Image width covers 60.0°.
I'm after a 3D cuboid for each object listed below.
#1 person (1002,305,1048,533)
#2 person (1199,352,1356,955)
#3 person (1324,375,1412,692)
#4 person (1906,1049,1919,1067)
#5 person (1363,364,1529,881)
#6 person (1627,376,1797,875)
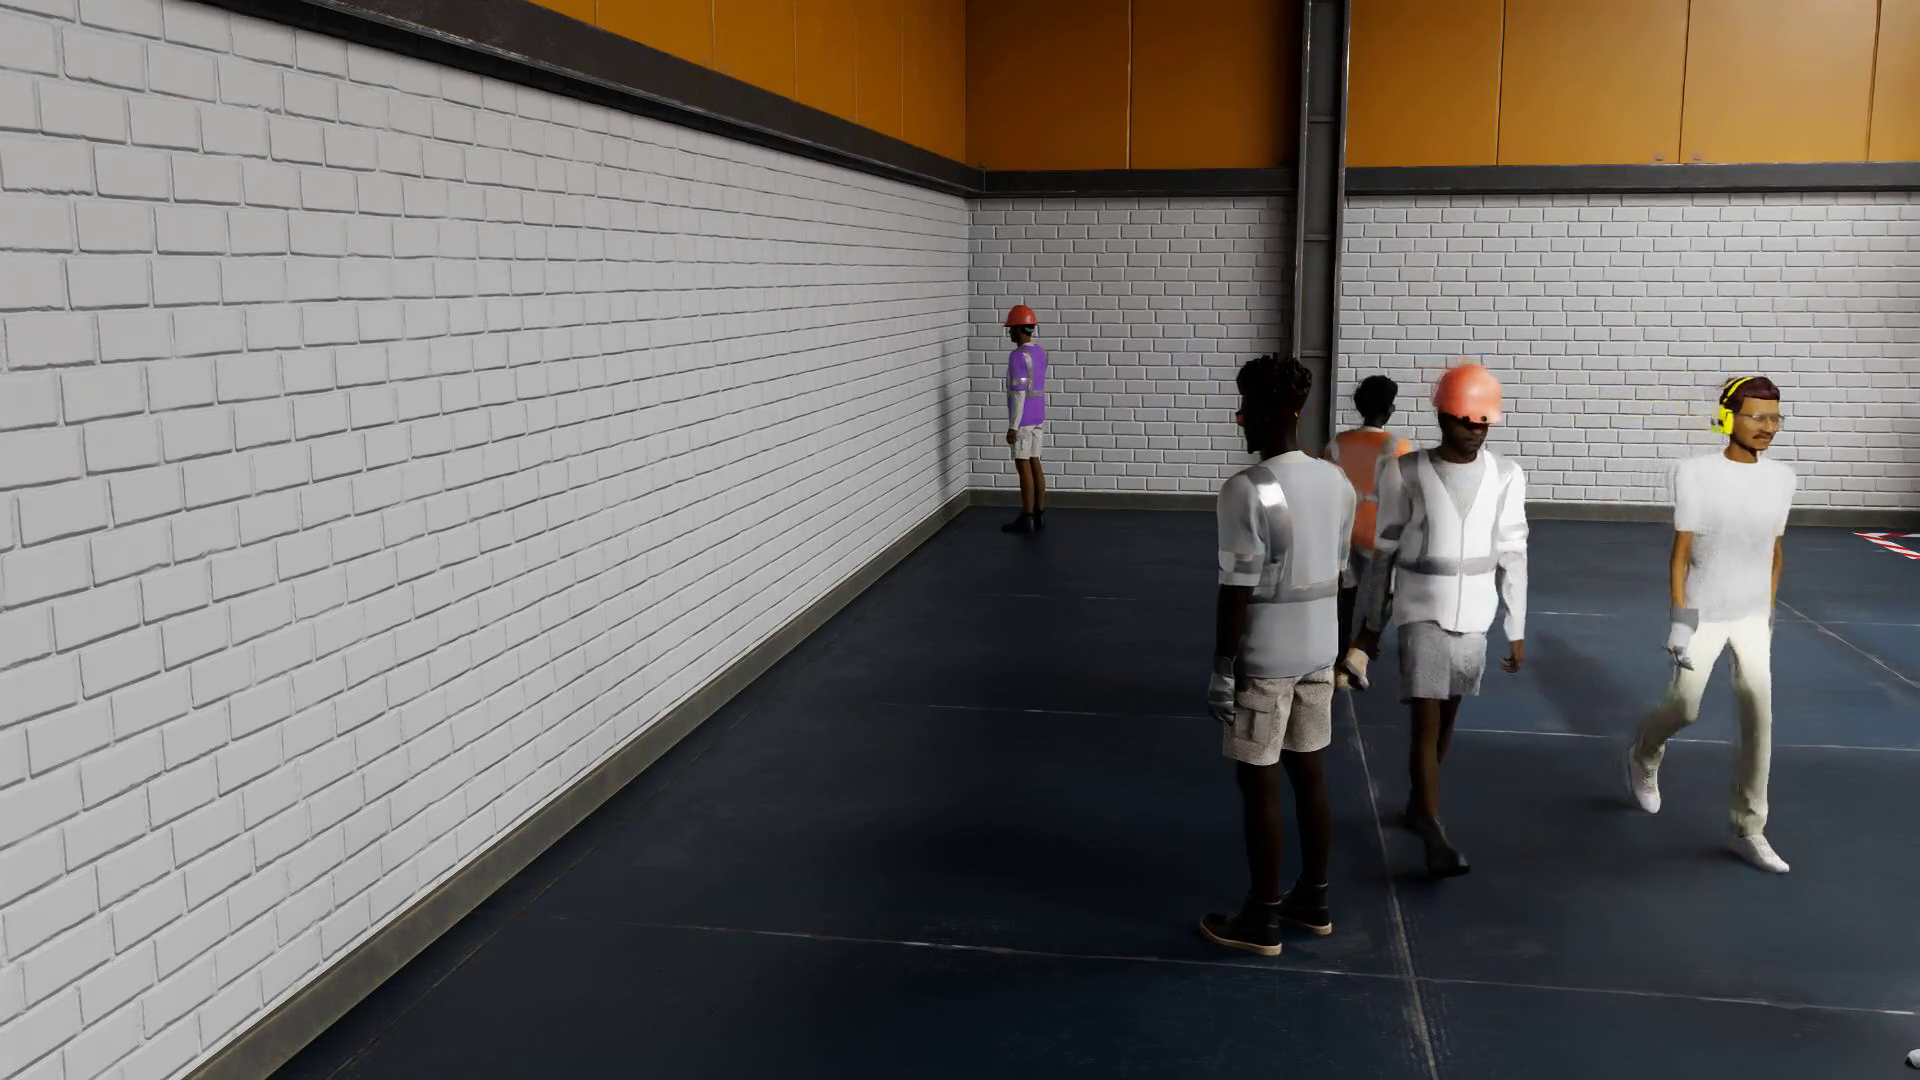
[{"bbox_3d":[0.531,-1.027,14.177,0.376,1.935,0.550,5,10,27],"label":"person"},{"bbox_3d":[1.039,0.370,5.464,0.607,1.956,0.378,-8,12,-41],"label":"person"},{"bbox_3d":[2.087,-0.013,8.650,0.410,1.683,0.548,-9,13,-43],"label":"person"},{"bbox_3d":[2.847,0.698,4.414,0.285,1.633,0.500,-3,10,-19],"label":"person"},{"bbox_3d":[1.834,0.287,6.209,0.551,1.880,0.978,-1,9,-4],"label":"person"},{"bbox_3d":[2.923,0.275,6.433,0.518,1.838,0.875,0,9,-2],"label":"person"}]
